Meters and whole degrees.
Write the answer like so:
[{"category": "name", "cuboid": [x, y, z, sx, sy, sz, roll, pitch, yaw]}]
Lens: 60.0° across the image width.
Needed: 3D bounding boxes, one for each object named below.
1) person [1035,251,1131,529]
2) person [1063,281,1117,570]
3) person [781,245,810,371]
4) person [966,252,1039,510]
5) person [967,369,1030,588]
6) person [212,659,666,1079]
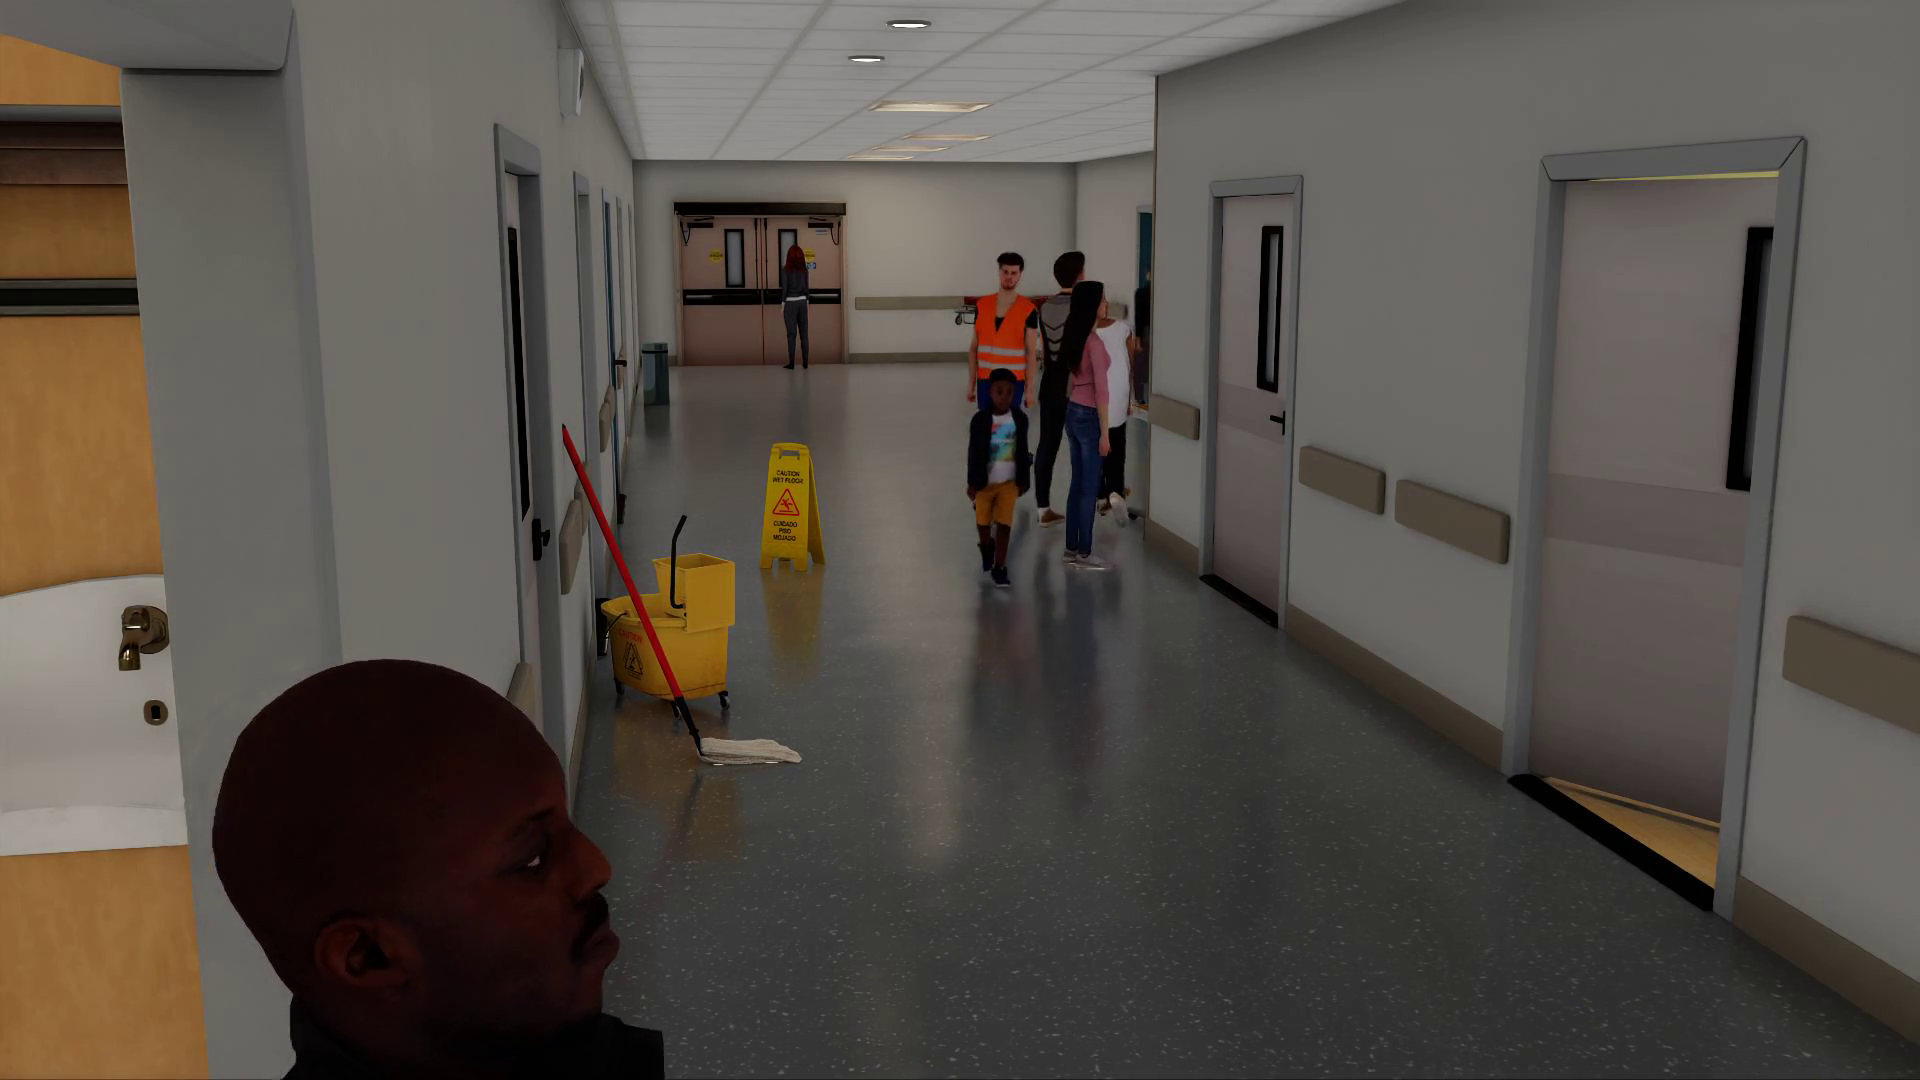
[{"category": "person", "cuboid": [0.667, -0.986, 11.278, 1.133, 1.862, 1.146, 9, 14, 40]}, {"category": "person", "cuboid": [0.776, -0.710, 10.146, 0.666, 1.742, 0.469, -3, 11, -17]}, {"category": "person", "cuboid": [-2.380, -3.370, 24.062, 0.647, 1.779, 0.606, -6, 12, -29]}, {"category": "person", "cuboid": [0.338, -1.153, 12.171, 1.094, 1.857, 1.210, 6, 12, 29]}, {"category": "person", "cuboid": [0.210, -0.371, 9.696, 0.518, 1.244, 0.821, -2, 11, -8]}, {"category": "person", "cuboid": [-0.346, 0.958, 1.133, 0.797, 1.825, 0.589, 0, 11, -2]}]
